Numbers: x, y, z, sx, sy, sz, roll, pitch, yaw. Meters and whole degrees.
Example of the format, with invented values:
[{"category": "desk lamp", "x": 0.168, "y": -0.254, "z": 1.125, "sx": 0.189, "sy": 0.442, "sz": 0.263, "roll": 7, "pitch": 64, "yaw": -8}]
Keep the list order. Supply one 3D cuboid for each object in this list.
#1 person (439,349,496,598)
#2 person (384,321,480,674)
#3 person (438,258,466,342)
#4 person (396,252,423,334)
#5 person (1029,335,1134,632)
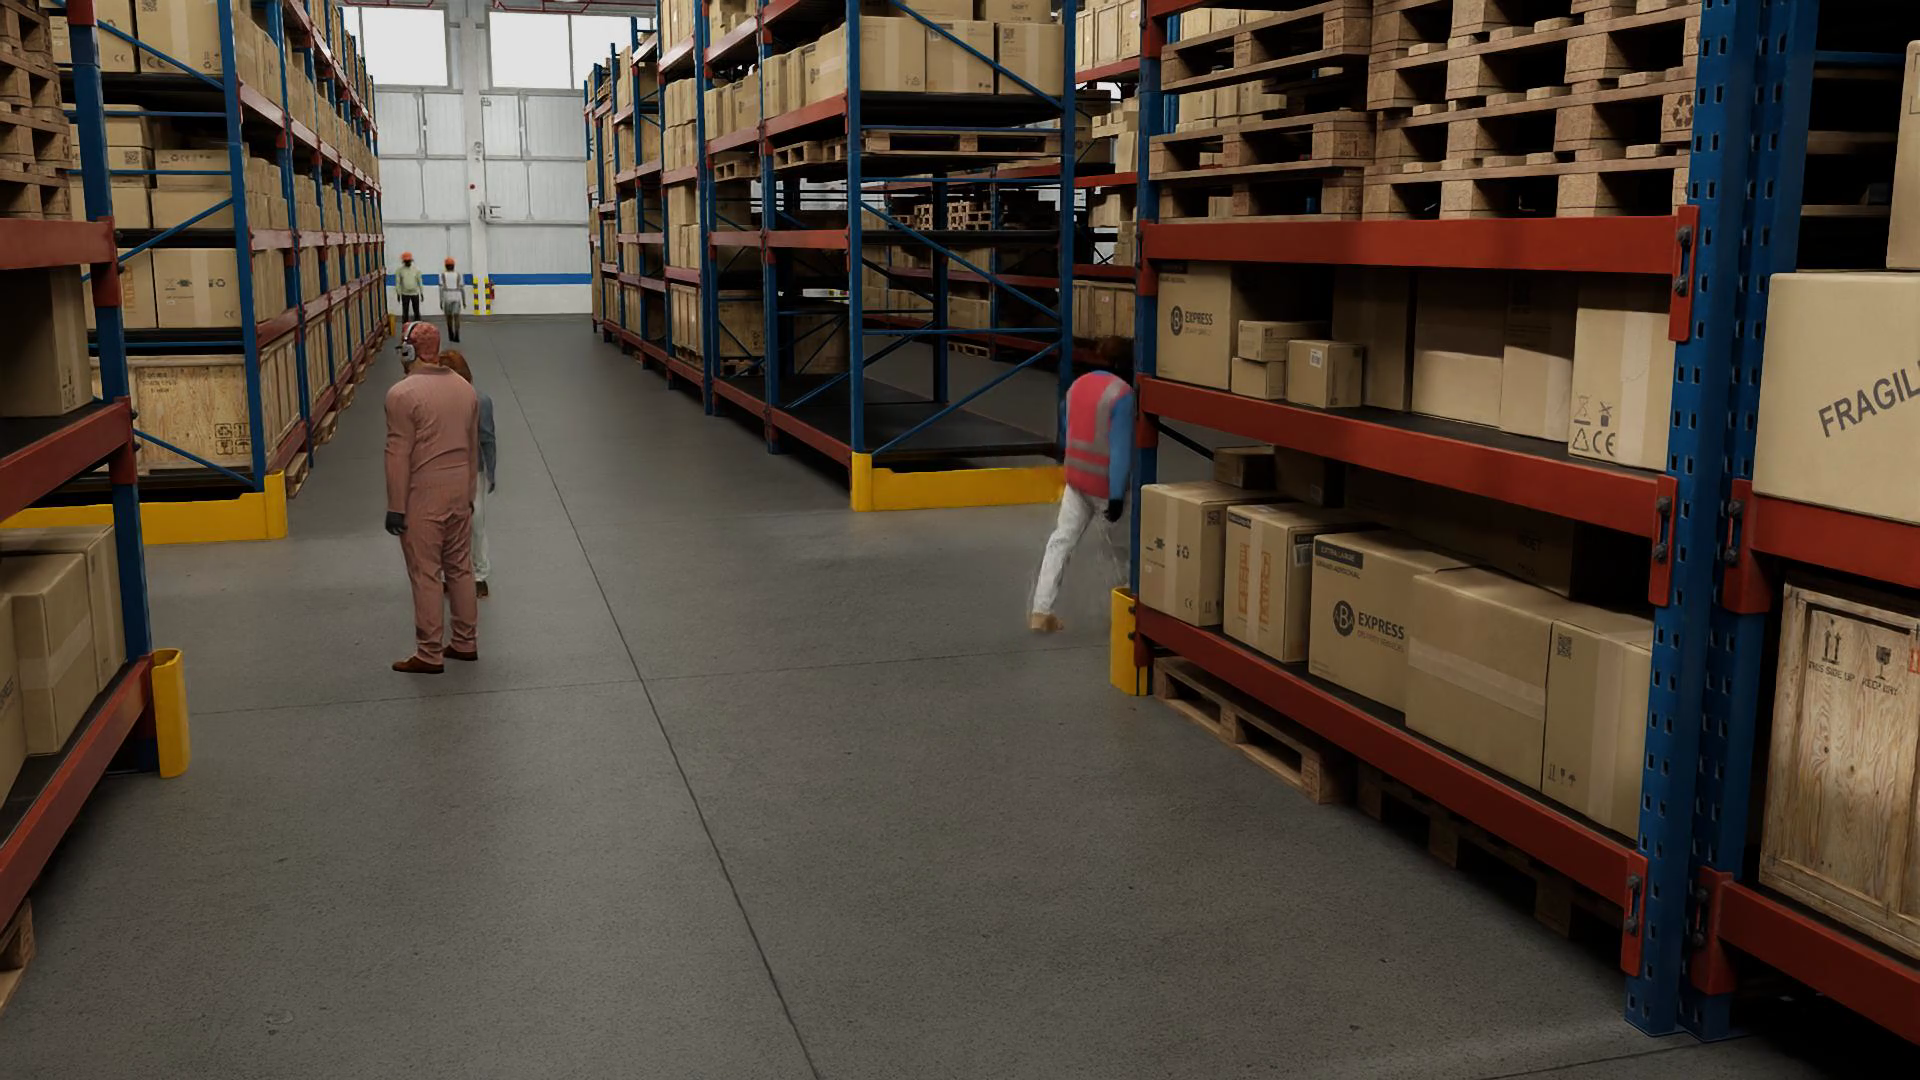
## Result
[{"category": "person", "x": -3.273, "y": -0.426, "z": 10.824, "sx": 0.507, "sy": 1.631, "sz": 0.266, "roll": 0, "pitch": 10, "yaw": -3}, {"category": "person", "x": -2.887, "y": -0.233, "z": 9.046, "sx": 0.399, "sy": 1.900, "sz": 0.643, "roll": 4, "pitch": 11, "yaw": 22}, {"category": "person", "x": -11.414, "y": -5.397, "z": 37.413, "sx": 0.566, "sy": 1.900, "sz": 0.976, "roll": -4, "pitch": 11, "yaw": -19}, {"category": "person", "x": -13.315, "y": -5.973, "z": 40.248, "sx": 0.622, "sy": 1.990, "sz": 0.402, "roll": -4, "pitch": 11, "yaw": -21}, {"category": "person", "x": 0.839, "y": -0.324, "z": 9.887, "sx": 0.993, "sy": 1.785, "sz": 0.678, "roll": -7, "pitch": 12, "yaw": -32}]
